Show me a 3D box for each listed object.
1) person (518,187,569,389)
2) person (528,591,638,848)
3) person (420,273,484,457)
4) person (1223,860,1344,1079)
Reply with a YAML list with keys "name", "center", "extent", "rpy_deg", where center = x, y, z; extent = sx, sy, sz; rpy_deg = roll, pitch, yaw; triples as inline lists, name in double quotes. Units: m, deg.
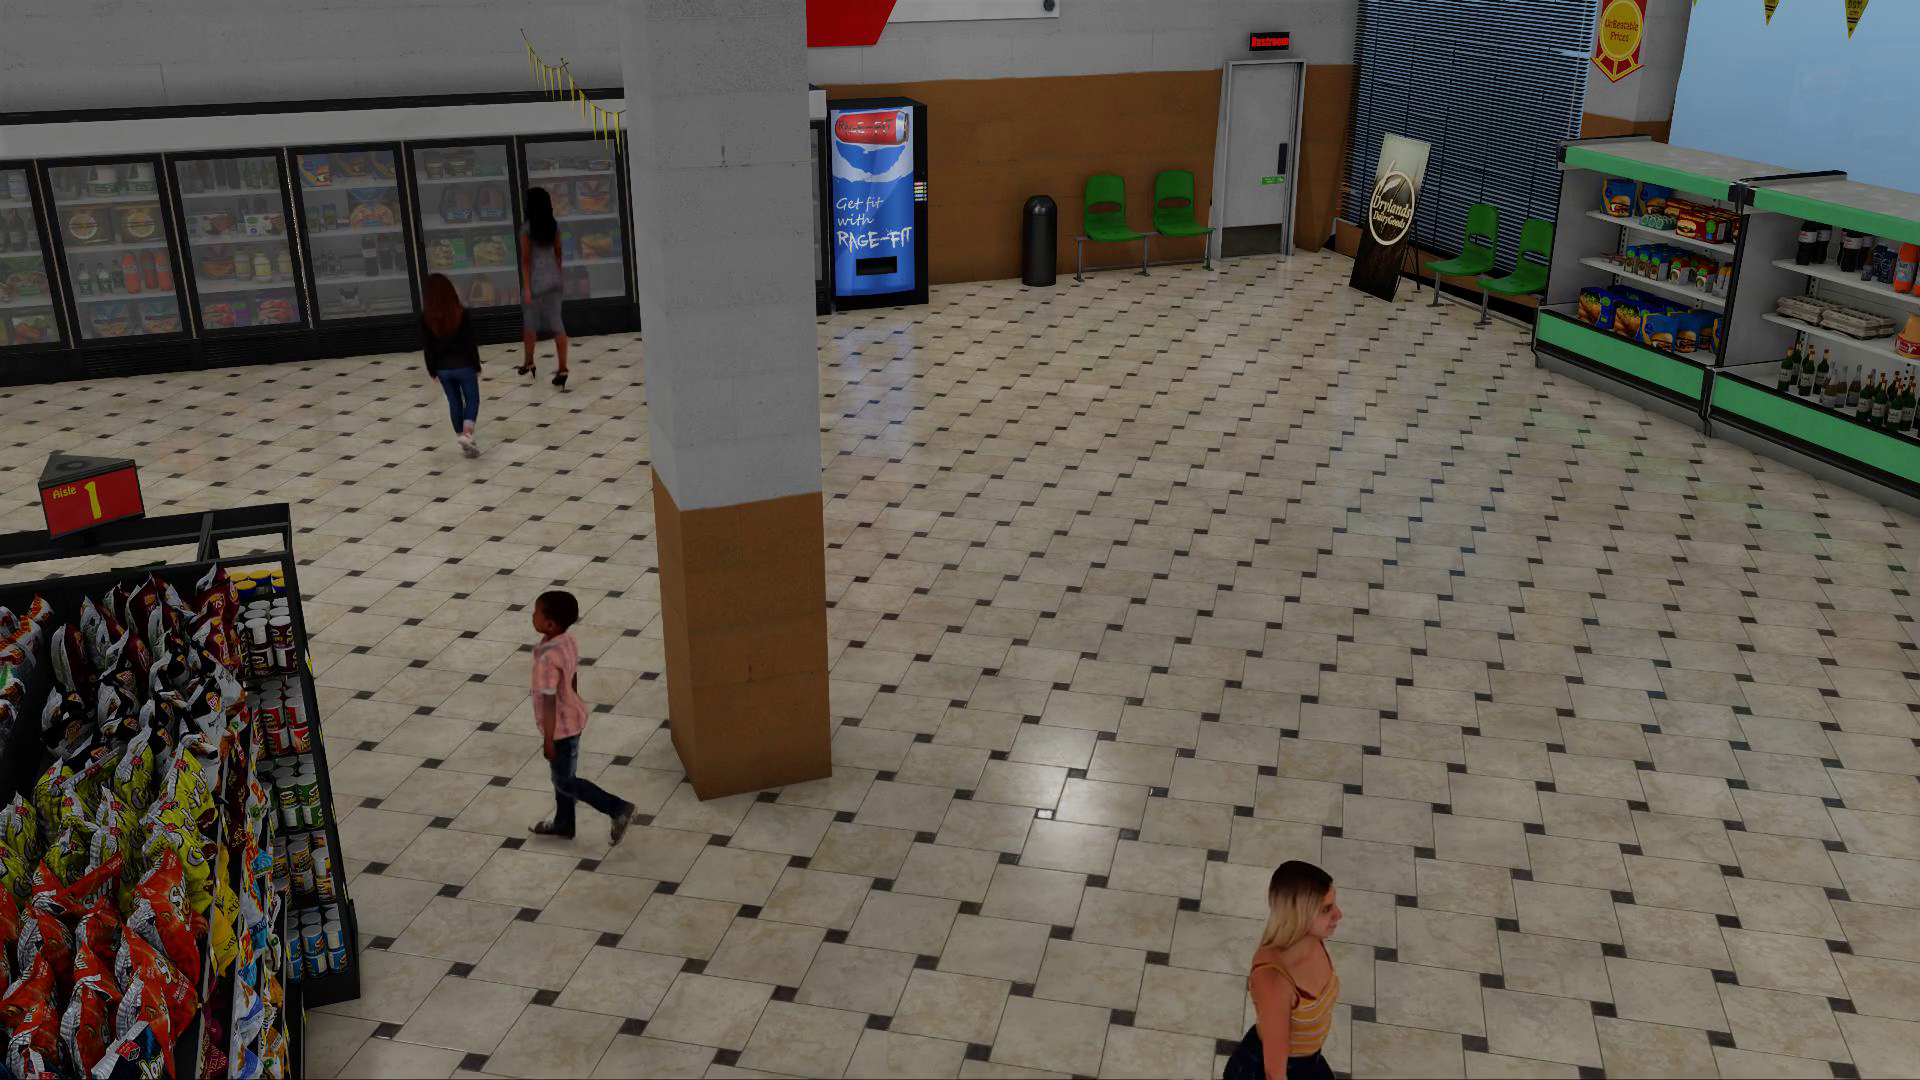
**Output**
- name: "person"
  center: [-3.630, -2.203, 14.715]
  extent: [0.843, 1.758, 1.001]
  rpy_deg: [-20, 29, -41]
- name: "person"
  center: [-1.788, 0.852, 7.729]
  extent: [0.740, 1.298, 0.793]
  rpy_deg: [1, 22, 3]
- name: "person"
  center: [-3.941, -1.332, 12.934]
  extent: [0.666, 1.471, 0.773]
  rpy_deg: [-2, 22, -4]
- name: "person"
  center: [0.920, 1.707, 5.219]
  extent: [1.193, 1.584, 1.023]
  rpy_deg: [15, 26, 32]
